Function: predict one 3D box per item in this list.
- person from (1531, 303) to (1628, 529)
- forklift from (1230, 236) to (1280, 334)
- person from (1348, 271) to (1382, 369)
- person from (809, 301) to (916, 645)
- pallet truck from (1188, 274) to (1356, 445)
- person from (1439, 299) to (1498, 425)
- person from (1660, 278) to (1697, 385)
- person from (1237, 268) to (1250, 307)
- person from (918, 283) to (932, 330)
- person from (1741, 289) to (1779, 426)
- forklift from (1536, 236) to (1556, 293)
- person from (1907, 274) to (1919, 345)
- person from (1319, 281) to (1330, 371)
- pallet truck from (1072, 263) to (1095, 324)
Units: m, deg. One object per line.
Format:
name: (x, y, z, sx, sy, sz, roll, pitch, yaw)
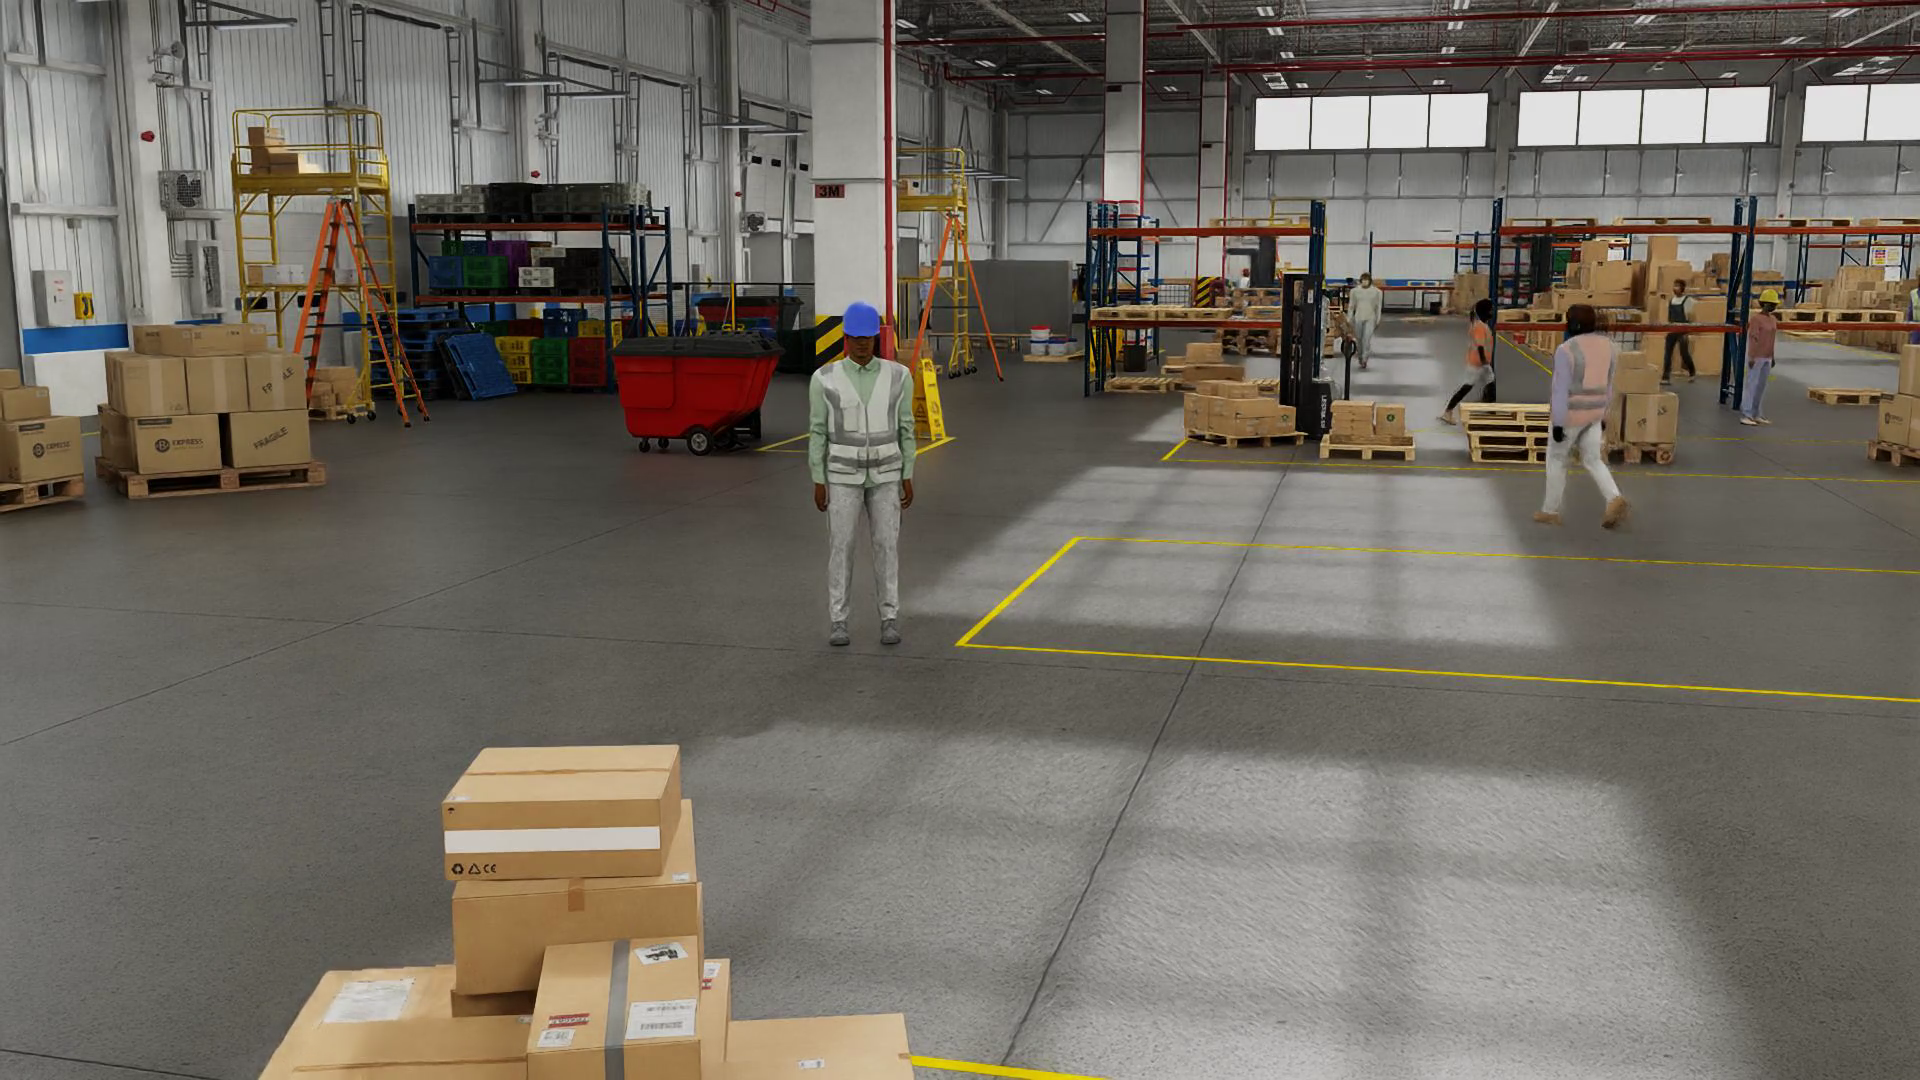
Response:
person: (4.984, -0.985, 13.309, 0.632, 1.821, 0.785, -4, 11, -24)
forklift: (8.545, -7.098, 46.196, 1.873, 2.768, 1.129, 4, 10, 22)
person: (8.014, -4.358, 32.936, 0.634, 1.916, 0.755, 3, 10, 19)
person: (-0.545, -0.362, 9.323, 0.601, 1.939, 0.413, -2, 10, -11)
pallet truck: (3.653, -2.138, 19.590, 1.885, 1.965, 0.823, -4, 10, -20)
person: (6.646, -2.284, 21.447, 0.856, 1.660, 0.532, 6, 11, 30)
person: (12.303, -3.553, 28.424, 0.787, 1.826, 0.519, -7, 12, -34)
person: (8.612, -7.189, 49.761, 0.813, 1.849, 0.624, -9, 13, -42)
person: (-1.004, -7.312, 50.275, 0.544, 1.928, 0.393, -8, 12, -39)
person: (10.450, -2.371, 21.644, 0.532, 1.765, 0.328, -6, 12, -33)
forklift: (18.277, -8.092, 52.050, 1.873, 2.768, 1.129, 2, 10, 14)
person: (18.245, -4.116, 31.512, 0.410, 1.909, 0.593, -4, 10, -20)
person: (6.902, -4.114, 31.992, 0.484, 1.739, 0.321, -3, 10, -17)
pallet truck: (4.325, -8.180, 55.162, 0.823, 1.965, 1.885, 6, 11, 31)
